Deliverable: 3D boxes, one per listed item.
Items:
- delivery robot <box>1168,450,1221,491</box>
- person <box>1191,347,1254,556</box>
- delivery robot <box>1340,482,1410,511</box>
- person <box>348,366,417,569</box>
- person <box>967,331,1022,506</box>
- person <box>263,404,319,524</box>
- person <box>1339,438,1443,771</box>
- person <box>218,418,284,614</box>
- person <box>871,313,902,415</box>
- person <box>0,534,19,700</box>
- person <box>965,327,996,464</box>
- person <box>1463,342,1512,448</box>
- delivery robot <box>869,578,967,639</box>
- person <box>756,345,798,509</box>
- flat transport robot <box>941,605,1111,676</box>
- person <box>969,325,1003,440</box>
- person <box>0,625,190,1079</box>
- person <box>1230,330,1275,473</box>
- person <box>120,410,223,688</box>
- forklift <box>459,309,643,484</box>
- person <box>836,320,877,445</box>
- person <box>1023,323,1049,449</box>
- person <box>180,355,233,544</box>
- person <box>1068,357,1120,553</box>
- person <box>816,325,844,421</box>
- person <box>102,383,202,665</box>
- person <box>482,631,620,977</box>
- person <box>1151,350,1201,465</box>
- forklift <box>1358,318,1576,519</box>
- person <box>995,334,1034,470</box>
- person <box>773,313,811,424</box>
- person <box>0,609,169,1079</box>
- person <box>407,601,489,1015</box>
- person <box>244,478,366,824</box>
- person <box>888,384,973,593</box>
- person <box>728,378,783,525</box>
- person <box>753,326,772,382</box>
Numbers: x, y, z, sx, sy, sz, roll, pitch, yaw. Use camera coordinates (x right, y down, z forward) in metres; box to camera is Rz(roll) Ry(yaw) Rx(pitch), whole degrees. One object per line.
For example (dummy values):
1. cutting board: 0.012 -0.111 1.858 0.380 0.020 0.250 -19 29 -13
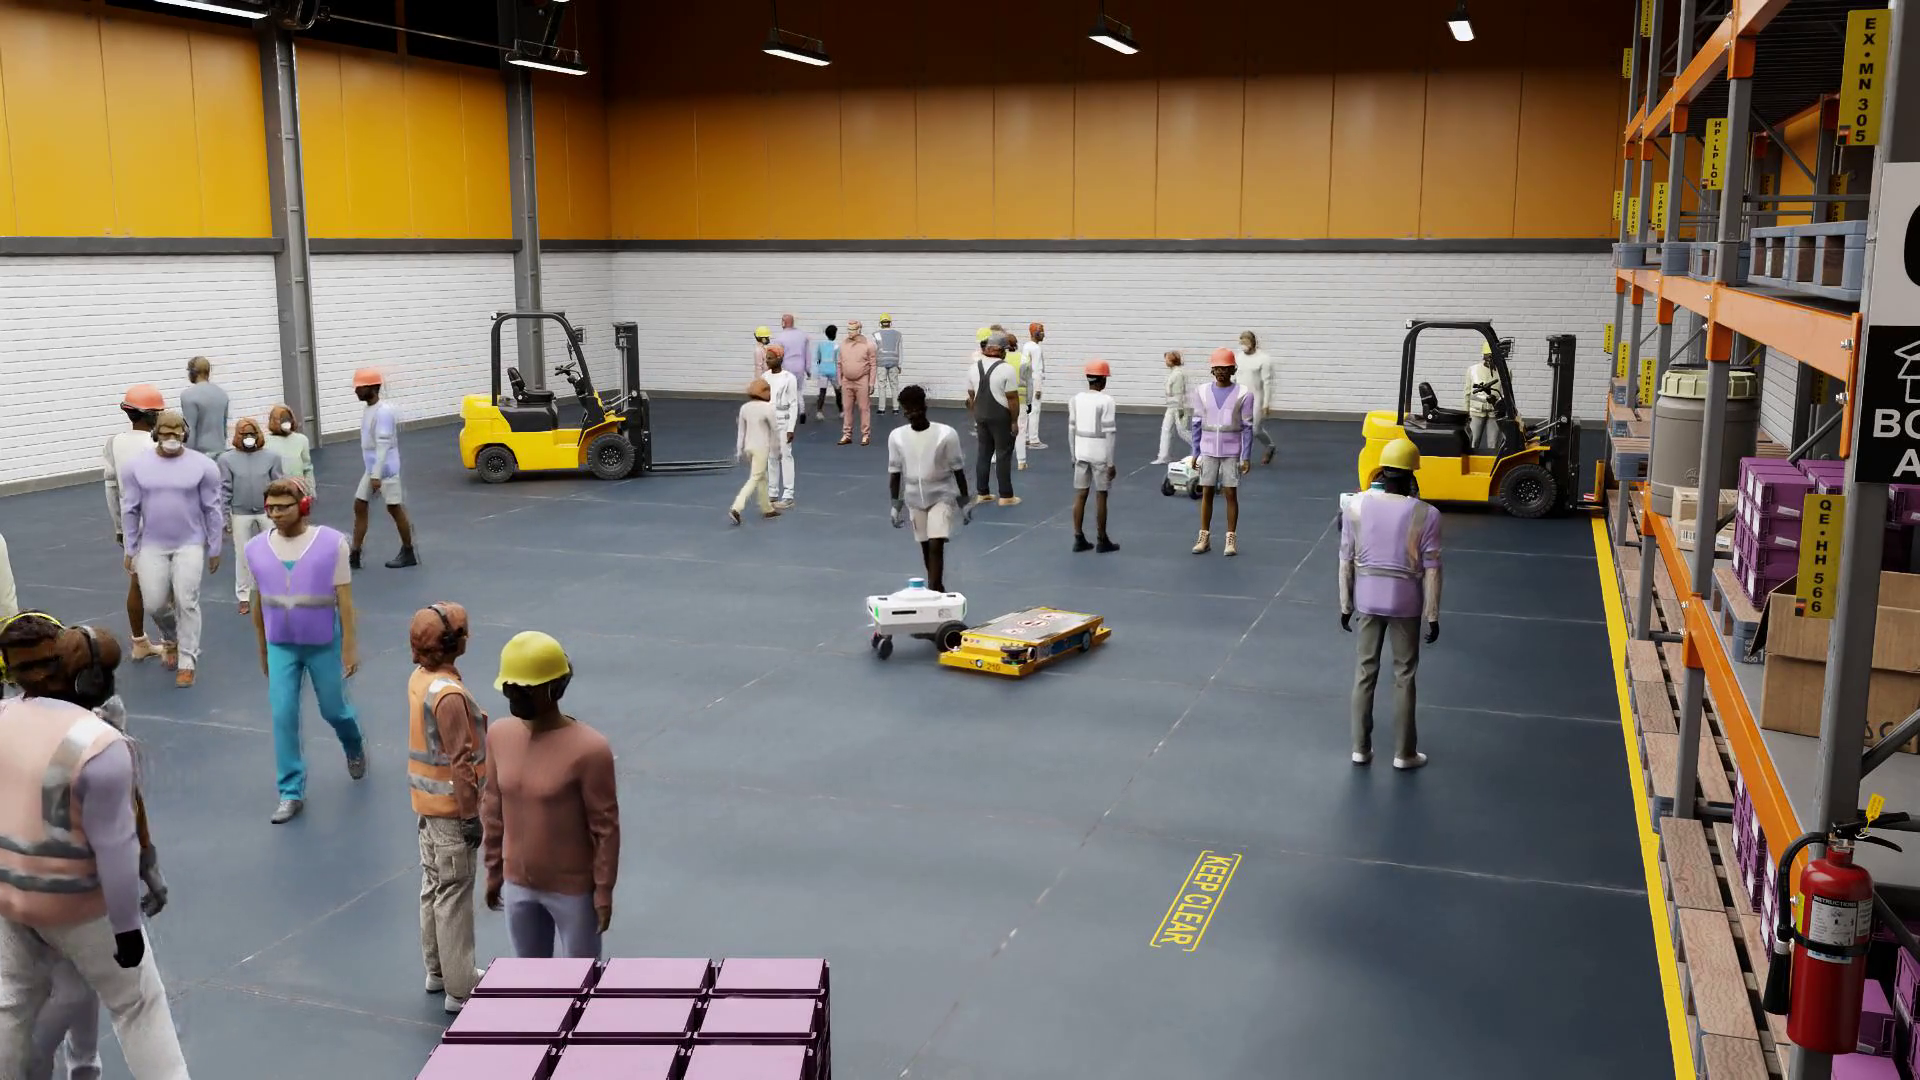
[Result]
1. delivery robot: 2.841 -0.848 20.113 0.707 0.478 0.477 -10 14 -44
2. person: 2.553 -0.862 16.266 0.605 2.045 0.377 4 11 21
3. delivery robot: 4.330 -0.358 17.353 0.707 0.478 0.477 2 10 13
4. person: -5.504 -0.649 15.445 0.893 1.898 0.568 -8 13 -39
5. person: 0.453 -1.433 19.489 0.688 2.000 0.536 9 13 40
6. person: -6.053 -0.419 14.956 0.561 1.620 0.518 8 13 38
7. person: 2.499 0.371 9.649 0.594 1.924 0.382 6 12 31
8. person: -5.827 -0.203 13.733 0.502 1.627 0.277 -5 11 -25
9. person: -1.316 -3.129 29.663 0.592 1.820 0.404 -4 11 -19
10. person: -5.085 0.554 8.429 0.625 1.992 0.389 -2 10 -12
11. person: 0.384 -2.000 23.080 0.594 1.898 0.550 6 12 29
12. person: 6.697 -1.624 21.144 0.588 1.835 0.403 3 10 14
13. delivery robot: -0.319 0.528 12.367 0.707 0.478 0.477 -2 10 -11
14. person: -2.116 -1.307 19.223 0.573 1.883 0.355 9 13 41
15. flat transport robot: 0.511 0.725 12.319 0.652 0.197 1.431 6 12 31
16. person: 0.497 -2.397 25.565 0.939 1.801 0.544 -6 12 -29
17. person: -2.865 1.179 5.495 0.777 1.805 0.517 5 11 24
18. person: 3.921 -1.865 22.307 0.640 1.912 0.720 8 13 38
19. person: -5.419 0.049 11.486 0.643 1.918 0.506 -3 11 -17
20. forklift: -5.354 -1.902 21.697 2.313 2.155 1.214 -2 10 -13
21. person: -1.584 -2.381 25.220 0.642 1.905 0.399 3 11 19
22. person: 1.114 -2.294 24.797 0.354 1.879 0.577 -3 11 -17
23. person: -7.616 -0.892 16.757 0.562 1.926 0.678 2 10 10
24. person: 1.335 -0.836 16.431 0.551 1.934 0.376 9 13 40
25. person: -2.248 -2.897 28.840 0.539 1.651 0.871 4 11 20
26. person: -5.854 -0.115 12.060 0.616 2.041 0.383 3 11 17
27. person: -1.402 1.166 5.634 0.533 1.765 0.330 4 11 24
28. person: 3.051 -1.820 22.912 0.744 1.604 0.554 -2 10 -12
29. forklift: 5.787 -1.437 19.079 2.313 2.155 1.214 3 11 19
30. person: 0.679 -1.863 22.475 0.627 1.844 0.429 0 10 3
31. person: -2.820 -2.828 27.756 0.683 1.891 0.418 -6 12 -31
32. person: -3.001 1.132 5.594 0.489 1.848 0.465 5 11 24
33. person: -2.021 1.055 6.595 0.307 1.645 0.514 -6 12 -32
34. person: -3.521 0.544 8.992 0.580 1.818 0.790 0 10 -2
35. person: -0.280 -0.290 13.421 0.672 1.911 0.926 4 11 21
36. person: -2.256 -0.966 18.158 0.491 1.587 0.861 8 13 39
37. person: -3.075 -2.449 25.988 0.312 1.768 0.530 0 10 0
